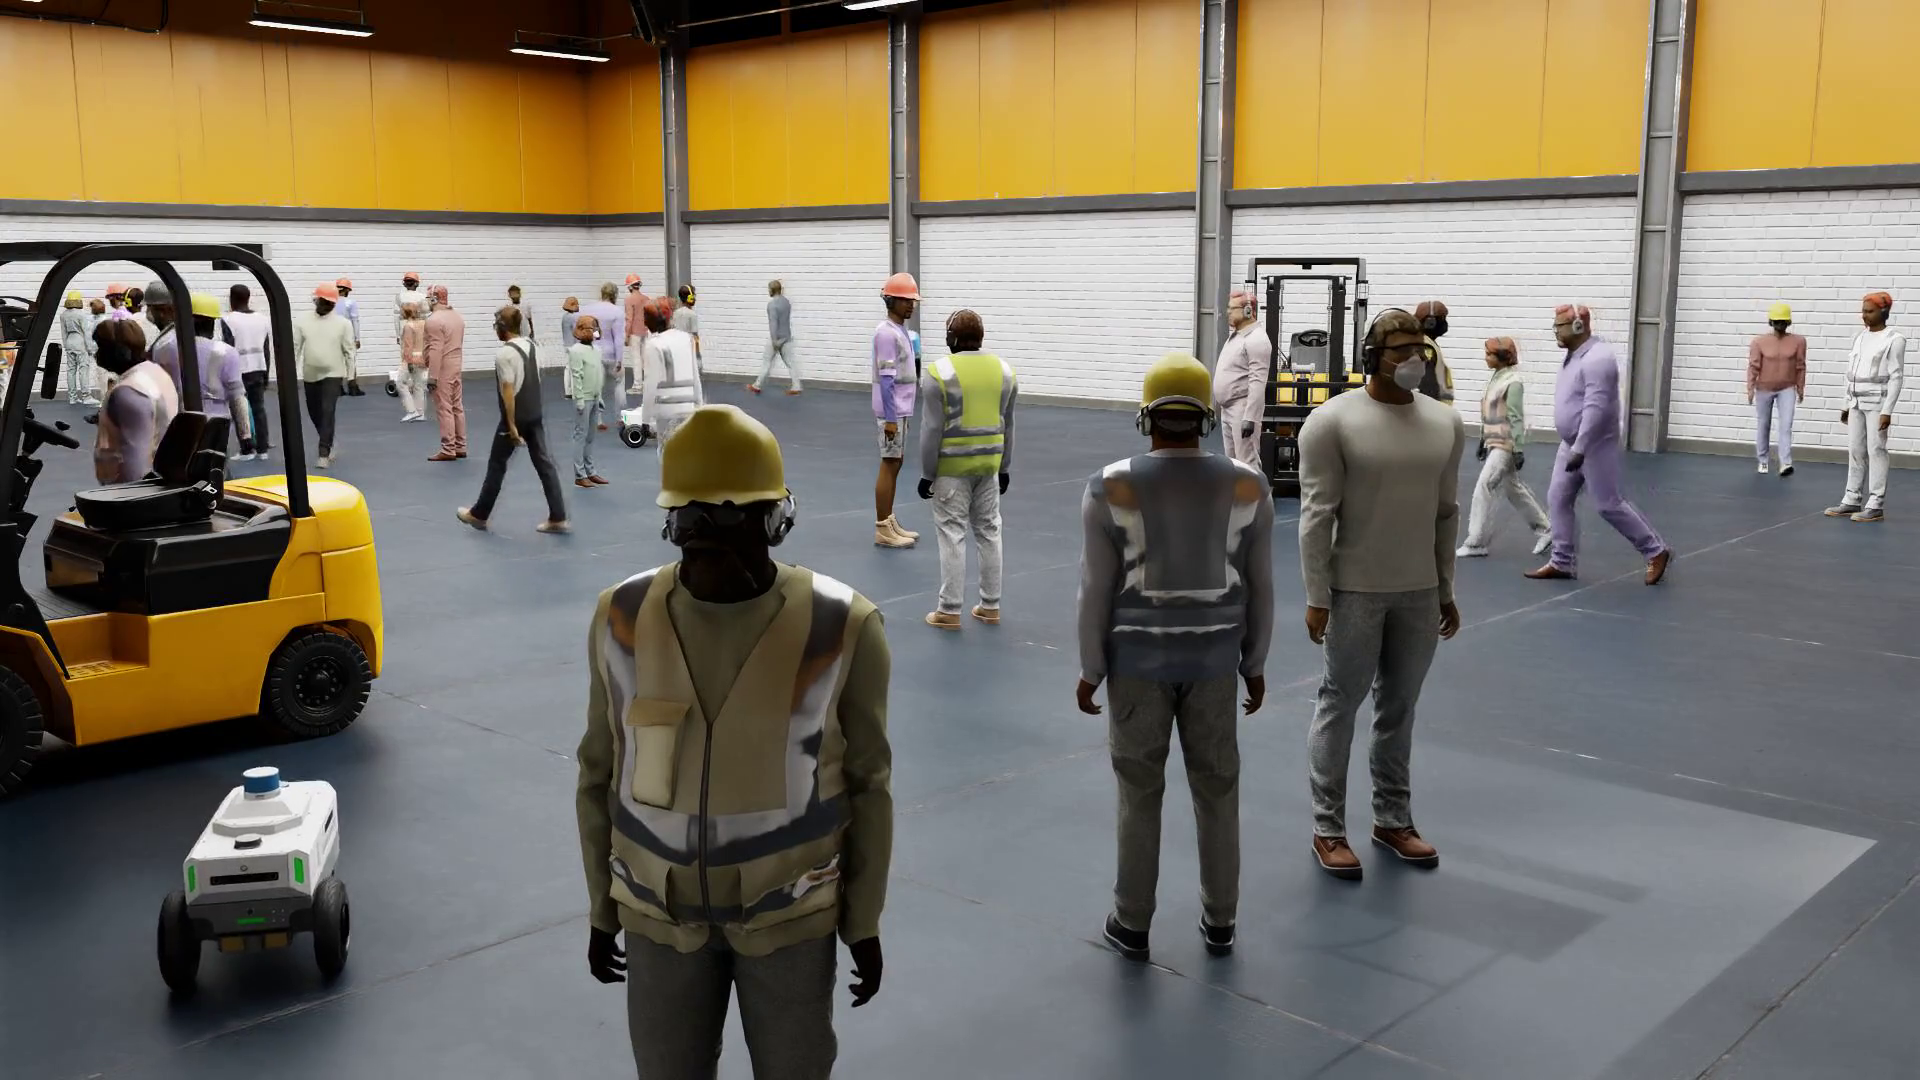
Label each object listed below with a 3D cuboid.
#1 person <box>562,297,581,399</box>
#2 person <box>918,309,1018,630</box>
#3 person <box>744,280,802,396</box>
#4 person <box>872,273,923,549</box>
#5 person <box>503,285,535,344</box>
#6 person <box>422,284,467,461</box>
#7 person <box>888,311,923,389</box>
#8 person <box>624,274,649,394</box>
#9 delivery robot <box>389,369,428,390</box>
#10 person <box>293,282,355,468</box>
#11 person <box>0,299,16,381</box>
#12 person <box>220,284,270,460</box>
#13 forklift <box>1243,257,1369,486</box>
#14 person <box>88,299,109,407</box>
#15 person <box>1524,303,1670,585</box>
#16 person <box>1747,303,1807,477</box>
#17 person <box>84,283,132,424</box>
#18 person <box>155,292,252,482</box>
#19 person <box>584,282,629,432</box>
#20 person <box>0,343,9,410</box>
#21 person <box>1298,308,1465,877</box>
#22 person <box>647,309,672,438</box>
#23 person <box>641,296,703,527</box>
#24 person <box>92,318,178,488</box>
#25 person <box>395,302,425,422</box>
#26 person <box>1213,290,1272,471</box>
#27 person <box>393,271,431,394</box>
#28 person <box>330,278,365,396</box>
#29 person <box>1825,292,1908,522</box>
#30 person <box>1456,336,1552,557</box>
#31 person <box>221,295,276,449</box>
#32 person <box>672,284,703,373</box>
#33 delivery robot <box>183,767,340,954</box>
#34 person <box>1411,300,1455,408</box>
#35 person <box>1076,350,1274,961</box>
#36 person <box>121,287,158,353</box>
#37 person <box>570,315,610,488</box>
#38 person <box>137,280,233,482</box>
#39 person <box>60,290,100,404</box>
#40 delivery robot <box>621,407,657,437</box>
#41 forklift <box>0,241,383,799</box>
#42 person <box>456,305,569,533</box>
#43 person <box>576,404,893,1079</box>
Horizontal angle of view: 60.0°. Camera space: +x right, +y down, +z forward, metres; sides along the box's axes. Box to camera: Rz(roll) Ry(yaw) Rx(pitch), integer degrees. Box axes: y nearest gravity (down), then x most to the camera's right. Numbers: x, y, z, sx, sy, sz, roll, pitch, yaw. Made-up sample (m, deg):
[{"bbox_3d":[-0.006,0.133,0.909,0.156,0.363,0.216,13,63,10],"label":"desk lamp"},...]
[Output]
[{"bbox_3d":[-6.131,-3.035,26.363,0.285,1.633,0.497,-8,12,-40],"label":"person"},{"bbox_3d":[0.024,-0.404,9.599,0.636,1.842,0.429,-6,11,-32],"label":"person"},{"bbox_3d":[-3.024,-3.279,27.086,1.012,1.884,0.636,5,10,26],"label":"person"},{"bbox_3d":[-0.458,-0.963,12.416,0.387,2.039,0.614,1,9,6],"label":"person"},{"bbox_3d":[-7.524,-3.451,28.441,0.553,1.788,0.990,-3,10,-19],"label":"person"},{"bbox_3d":[-5.609,-1.808,18.015,0.402,1.904,0.652,1,9,9],"label":"person"},{"bbox_3d":[-0.695,-1.847,18.921,0.557,1.673,0.654,1,9,5],"label":"person"},{"bbox_3d":[-5.369,-3.415,27.607,0.390,1.988,0.614,5,10,28],"label":"person"},{"bbox_3d":[-8.879,-2.646,26.971,0.707,0.478,0.477,4,10,17],"label":"delivery robot"},{"bbox_3d":[-6.741,-1.755,17.591,0.639,1.939,0.961,-2,9,-9],"label":"person"},{"bbox_3d":[-12.420,-2.271,21.546,0.420,1.699,0.563,1,9,4],"label":"person"},{"bbox_3d":[-7.723,-1.807,17.996,0.415,1.917,0.625,5,10,26],"label":"person"},{"bbox_3d":[3.309,-1.629,16.029,1.214,2.155,2.313,2,9,11],"label":"forklift"},{"bbox_3d":[-12.754,-2.757,24.722,0.319,1.619,0.600,-6,11,-31],"label":"person"},{"bbox_3d":[4.244,-0.631,10.959,0.828,1.863,0.662,0,9,-2],"label":"person"},{"bbox_3d":[8.131,-1.486,16.570,0.546,1.716,0.886,3,10,19],"label":"person"},{"bbox_3d":[-11.016,-2.412,21.790,1.014,1.871,0.556,0,9,-2],"label":"person"},{"bbox_3d":[-5.364,-0.809,11.893,0.611,1.899,0.633,0,9,2],"label":"person"},{"bbox_3d":[-4.469,-2.345,21.334,0.617,1.884,0.967,4,10,21],"label":"person"},{"bbox_3d":[-8.312,-1.172,14.014,0.543,1.939,0.359,-3,10,-18],"label":"person"},{"bbox_3d":[1.453,0.180,5.724,0.631,1.940,0.372,-3,10,-20],"label":"person"},{"bbox_3d":[-3.643,-2.058,20.400,0.355,1.619,0.554,3,10,20],"label":"person"},{"bbox_3d":[-2.334,-1.000,13.207,0.532,1.855,0.621,5,11,28],"label":"person"},{"bbox_3d":[-4.228,-0.252,8.721,0.548,1.822,0.634,-2,9,-12],"label":"person"},{"bbox_3d":[-7.443,-2.396,22.478,0.419,1.626,0.526,0,9,2],"label":"person"},{"bbox_3d":[2.190,-1.003,13.066,0.411,1.911,0.643,-2,9,-10],"label":"person"},{"bbox_3d":[-9.036,-3.424,27.526,0.604,2.034,0.386,-1,9,-4],"label":"person"},{"bbox_3d":[-10.030,-3.305,27.129,0.546,1.926,0.388,2,9,10],"label":"person"},{"bbox_3d":[7.482,-1.092,13.699,0.355,1.881,0.575,-2,9,-10],"label":"person"},{"bbox_3d":[3.970,-0.670,11.984,0.814,1.608,0.517,0,9,2],"label":"person"},{"bbox_3d":[-8.304,-1.948,19.111,0.703,1.823,0.572,0,9,-3],"label":"person"},{"bbox_3d":[-3.482,-2.334,21.364,0.514,1.867,0.328,8,12,41],"label":"person"},{"bbox_3d":[-2.106,0.933,5.049,0.477,0.478,0.707,-2,9,-13],"label":"delivery robot"},{"bbox_3d":[3.541,-0.903,12.684,0.428,1.841,0.646,3,10,16],"label":"person"},{"bbox_3d":[0.638,0.350,5.004,0.599,1.830,0.403,-1,9,-6],"label":"person"},{"bbox_3d":[-9.154,-1.884,18.600,0.310,1.864,0.533,3,10,18],"label":"person"},{"bbox_3d":[-3.541,-1.322,15.860,0.279,1.634,0.497,2,9,13],"label":"person"},{"bbox_3d":[-6.094,-1.041,12.893,1.040,2.000,0.694,-3,10,-19],"label":"person"},{"bbox_3d":[-13.557,-2.959,25.566,0.486,1.745,0.295,2,10,14],"label":"person"},{"bbox_3d":[-3.597,-1.418,19.461,0.707,0.478,0.477,-3,10,-17],"label":"delivery robot"},{"bbox_3d":[-3.706,-0.171,7.093,1.214,2.155,2.313,9,13,43],"label":"forklift"},{"bbox_3d":[-3.501,-0.938,13.055,1.000,1.783,0.494,5,10,27],"label":"person"},{"bbox_3d":[-0.421,0.665,3.067,0.588,1.834,0.403,1,9,5],"label":"person"}]
